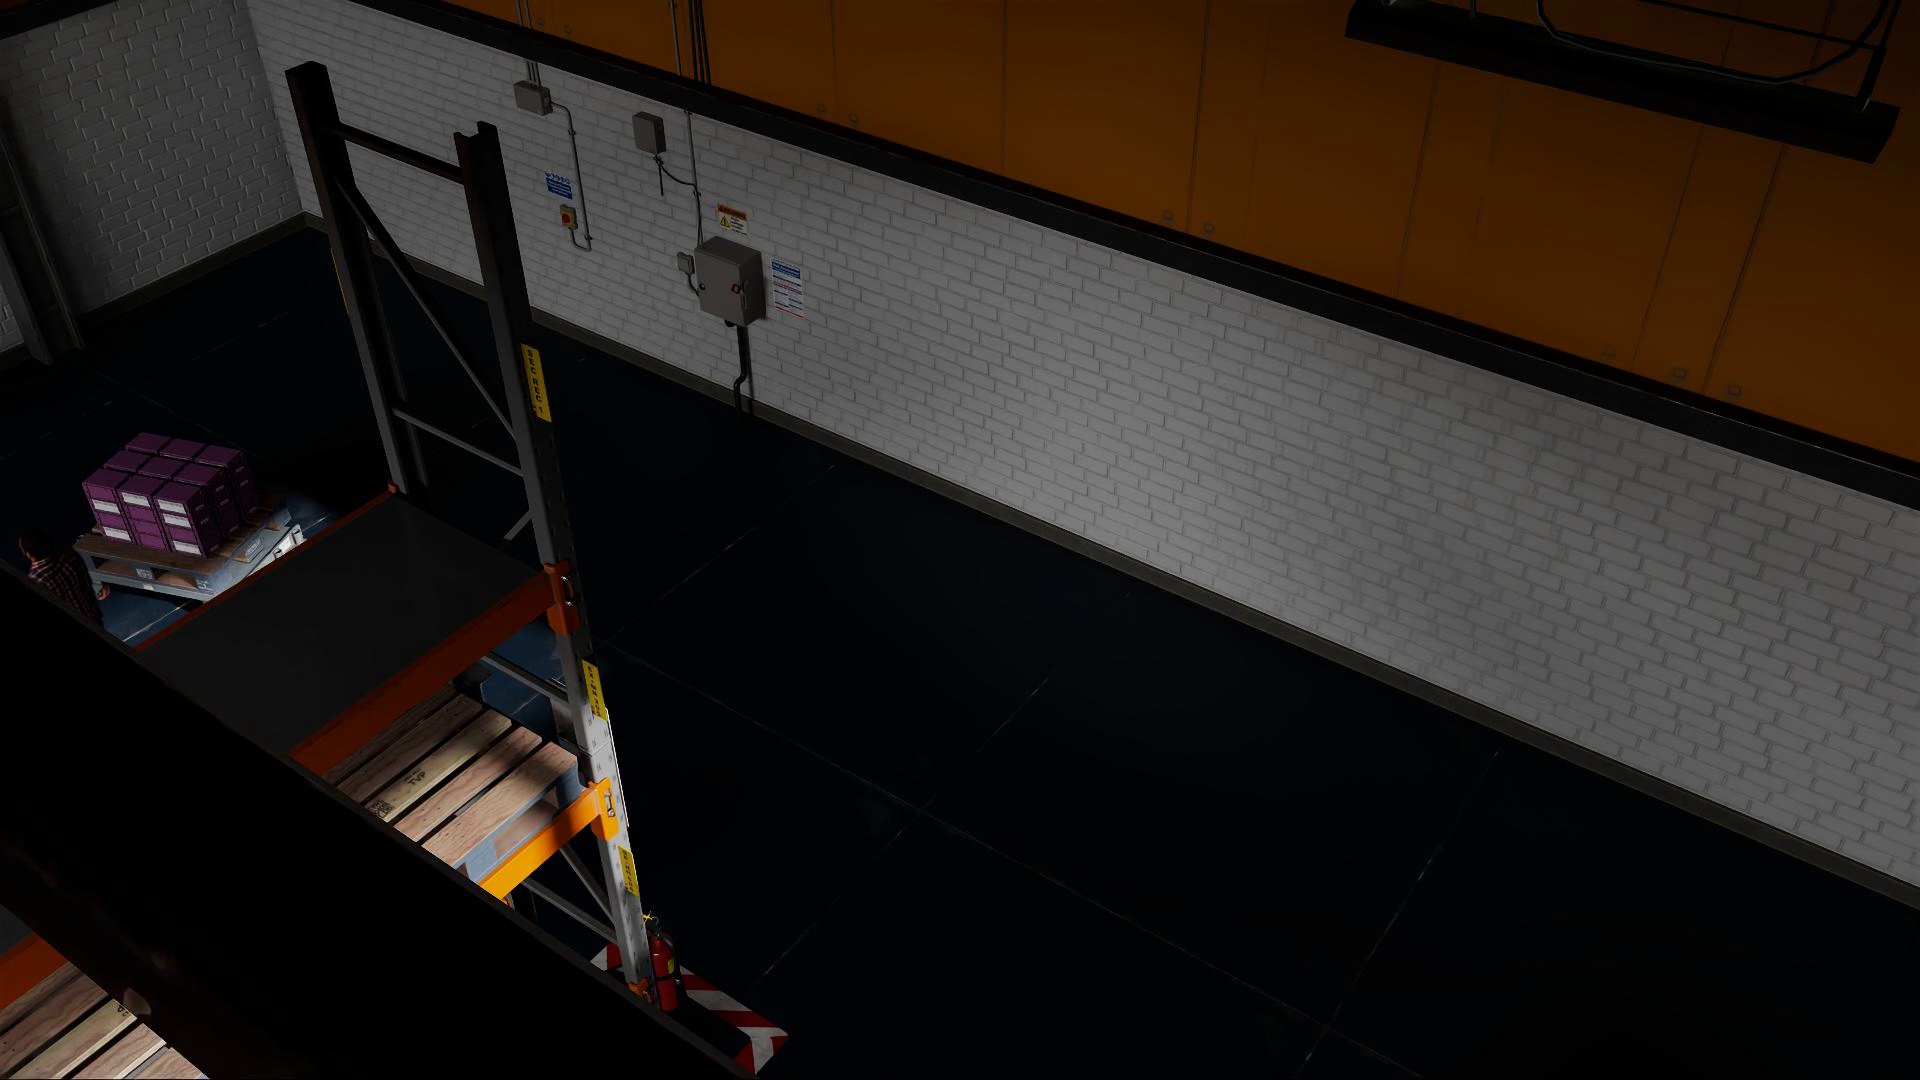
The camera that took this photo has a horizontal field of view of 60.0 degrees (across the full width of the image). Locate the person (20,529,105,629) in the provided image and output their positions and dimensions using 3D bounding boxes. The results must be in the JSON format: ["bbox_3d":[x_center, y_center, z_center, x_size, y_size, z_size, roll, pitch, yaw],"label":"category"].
[{"bbox_3d":[-6.061,0.619,11.367,0.836,1.761,0.689,8,39,9],"label":"person"}]
